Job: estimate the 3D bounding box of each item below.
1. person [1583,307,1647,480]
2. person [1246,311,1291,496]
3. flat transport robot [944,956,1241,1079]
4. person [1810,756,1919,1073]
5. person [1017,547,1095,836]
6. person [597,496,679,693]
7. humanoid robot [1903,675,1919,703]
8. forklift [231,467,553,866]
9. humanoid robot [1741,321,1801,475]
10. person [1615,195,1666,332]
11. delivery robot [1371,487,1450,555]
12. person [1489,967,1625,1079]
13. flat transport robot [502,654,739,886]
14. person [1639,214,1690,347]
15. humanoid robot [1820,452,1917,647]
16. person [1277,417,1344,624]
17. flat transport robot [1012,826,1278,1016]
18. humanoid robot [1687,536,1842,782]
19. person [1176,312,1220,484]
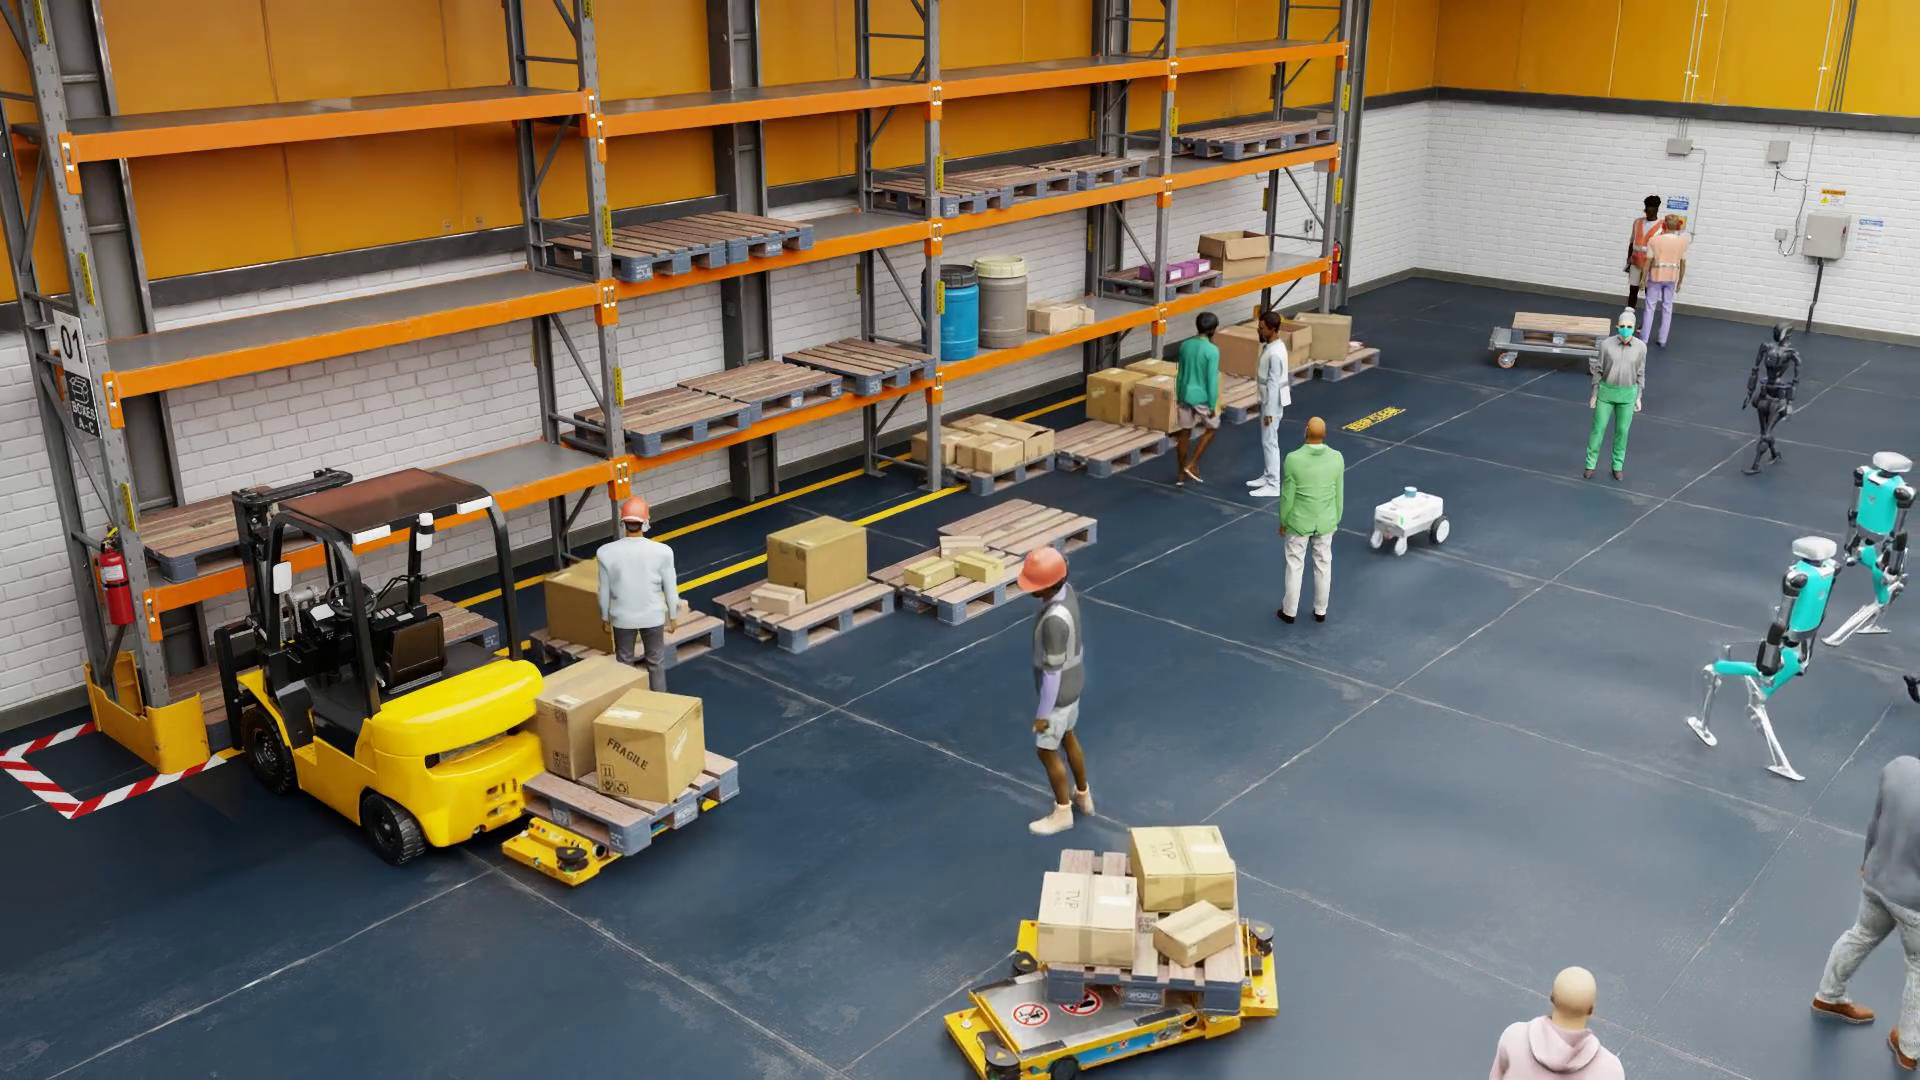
[{"bbox_3d":[6.884,-1.531,17.430,0.518,1.839,0.328,5,21,14],"label":"person"},{"bbox_3d":[3.174,-1.392,16.962,0.382,1.909,0.588,2,20,5],"label":"person"},{"bbox_3d":[0.697,2.502,8.771,1.431,0.231,0.659,-9,22,-22],"label":"flat transport robot"},{"bbox_3d":[4.788,1.783,8.393,0.418,1.883,0.682,-5,21,-13],"label":"person"},{"bbox_3d":[0.643,0.926,10.557,0.520,1.995,0.748,4,21,12],"label":"person"},{"bbox_3d":[-2.314,0.524,12.009,0.572,1.737,0.350,-3,20,-8],"label":"person"},{"bbox_3d":[7.333,0.511,12.139,0.553,1.631,0.601,3,20,7],"label":"humanoid robot"},{"bbox_3d":[-3.730,0.710,10.856,2.313,2.155,1.214,17,26,38],"label":"forklift"},{"bbox_3d":[8.687,-1.526,17.723,0.762,1.639,0.602,-10,22,-25],"label":"humanoid robot"},{"bbox_3d":[9.826,-3.967,23.861,0.375,1.958,0.603,-15,25,-35],"label":"person"},{"bbox_3d":[4.235,-0.219,15.687,0.737,0.564,0.499,-17,26,-39],"label":"delivery robot"},{"bbox_3d":[2.324,2.496,6.616,0.536,1.776,0.412,13,24,31],"label":"person"},{"bbox_3d":[-2.198,1.761,10.779,0.659,0.231,1.431,14,24,33],"label":"flat transport robot"},{"bbox_3d":[9.707,-3.569,22.962,0.564,1.840,0.393,1,20,4],"label":"person"},{"bbox_3d":[7.332,0.115,13.115,1.033,1.725,0.593,-7,21,-18],"label":"humanoid robot"},{"bbox_3d":[2.899,-0.155,13.787,0.538,1.784,0.383,-2,20,-6],"label":"person"},{"bbox_3d":[1.024,2.332,9.232,1.431,0.231,0.659,2,20,7],"label":"flat transport robot"},{"bbox_3d":[5.476,0.730,11.523,0.531,1.774,1.003,-13,24,-31],"label":"humanoid robot"},{"bbox_3d":[2.447,-1.457,17.234,0.546,1.840,0.465,16,25,36],"label":"person"}]
